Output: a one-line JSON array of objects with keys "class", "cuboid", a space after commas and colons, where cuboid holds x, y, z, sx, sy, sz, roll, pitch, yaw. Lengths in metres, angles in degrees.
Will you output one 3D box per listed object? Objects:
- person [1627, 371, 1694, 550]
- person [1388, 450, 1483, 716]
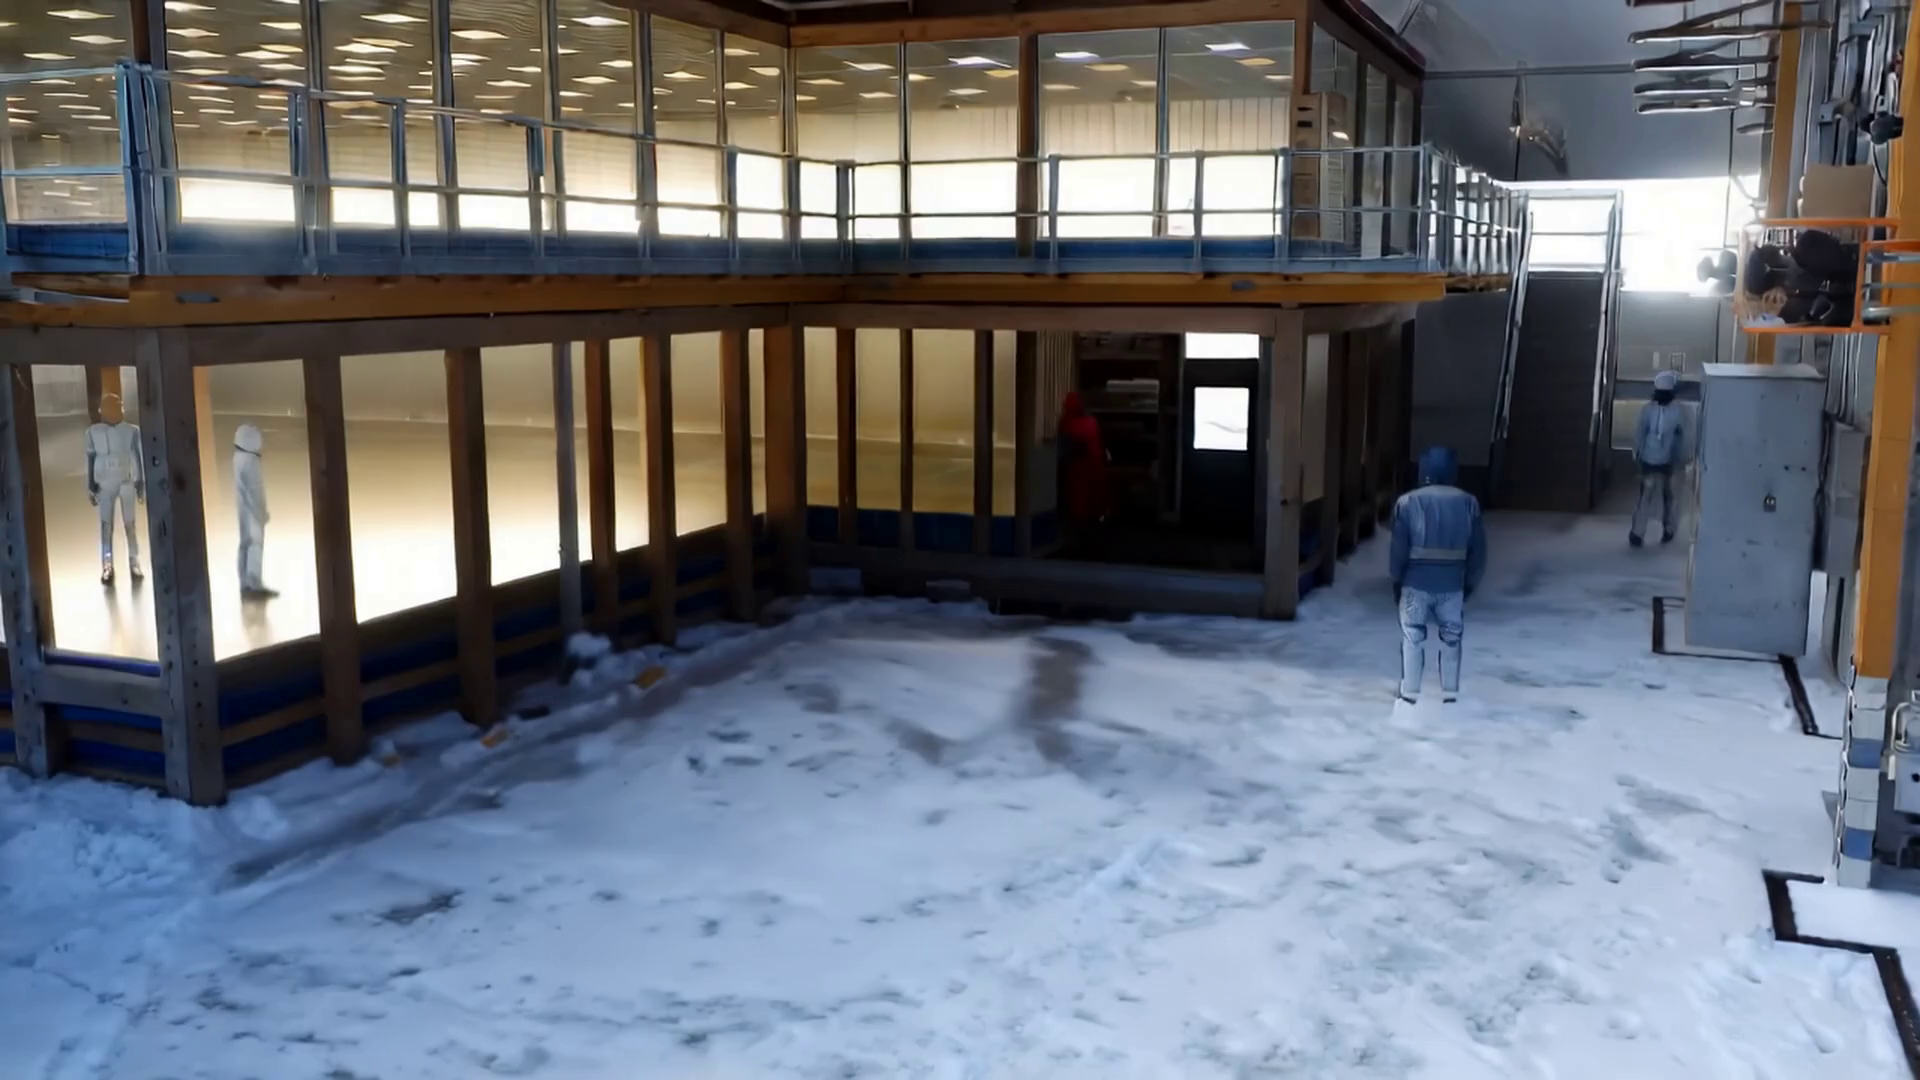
[{"class": "person", "cuboid": [7.590, -0.840, 18.071, 0.653, 1.955, 0.933, 7, 11, 36]}, {"class": "person", "cuboid": [3.237, 0.298, 11.427, 0.627, 1.844, 0.429, 0, 9, -3]}]
